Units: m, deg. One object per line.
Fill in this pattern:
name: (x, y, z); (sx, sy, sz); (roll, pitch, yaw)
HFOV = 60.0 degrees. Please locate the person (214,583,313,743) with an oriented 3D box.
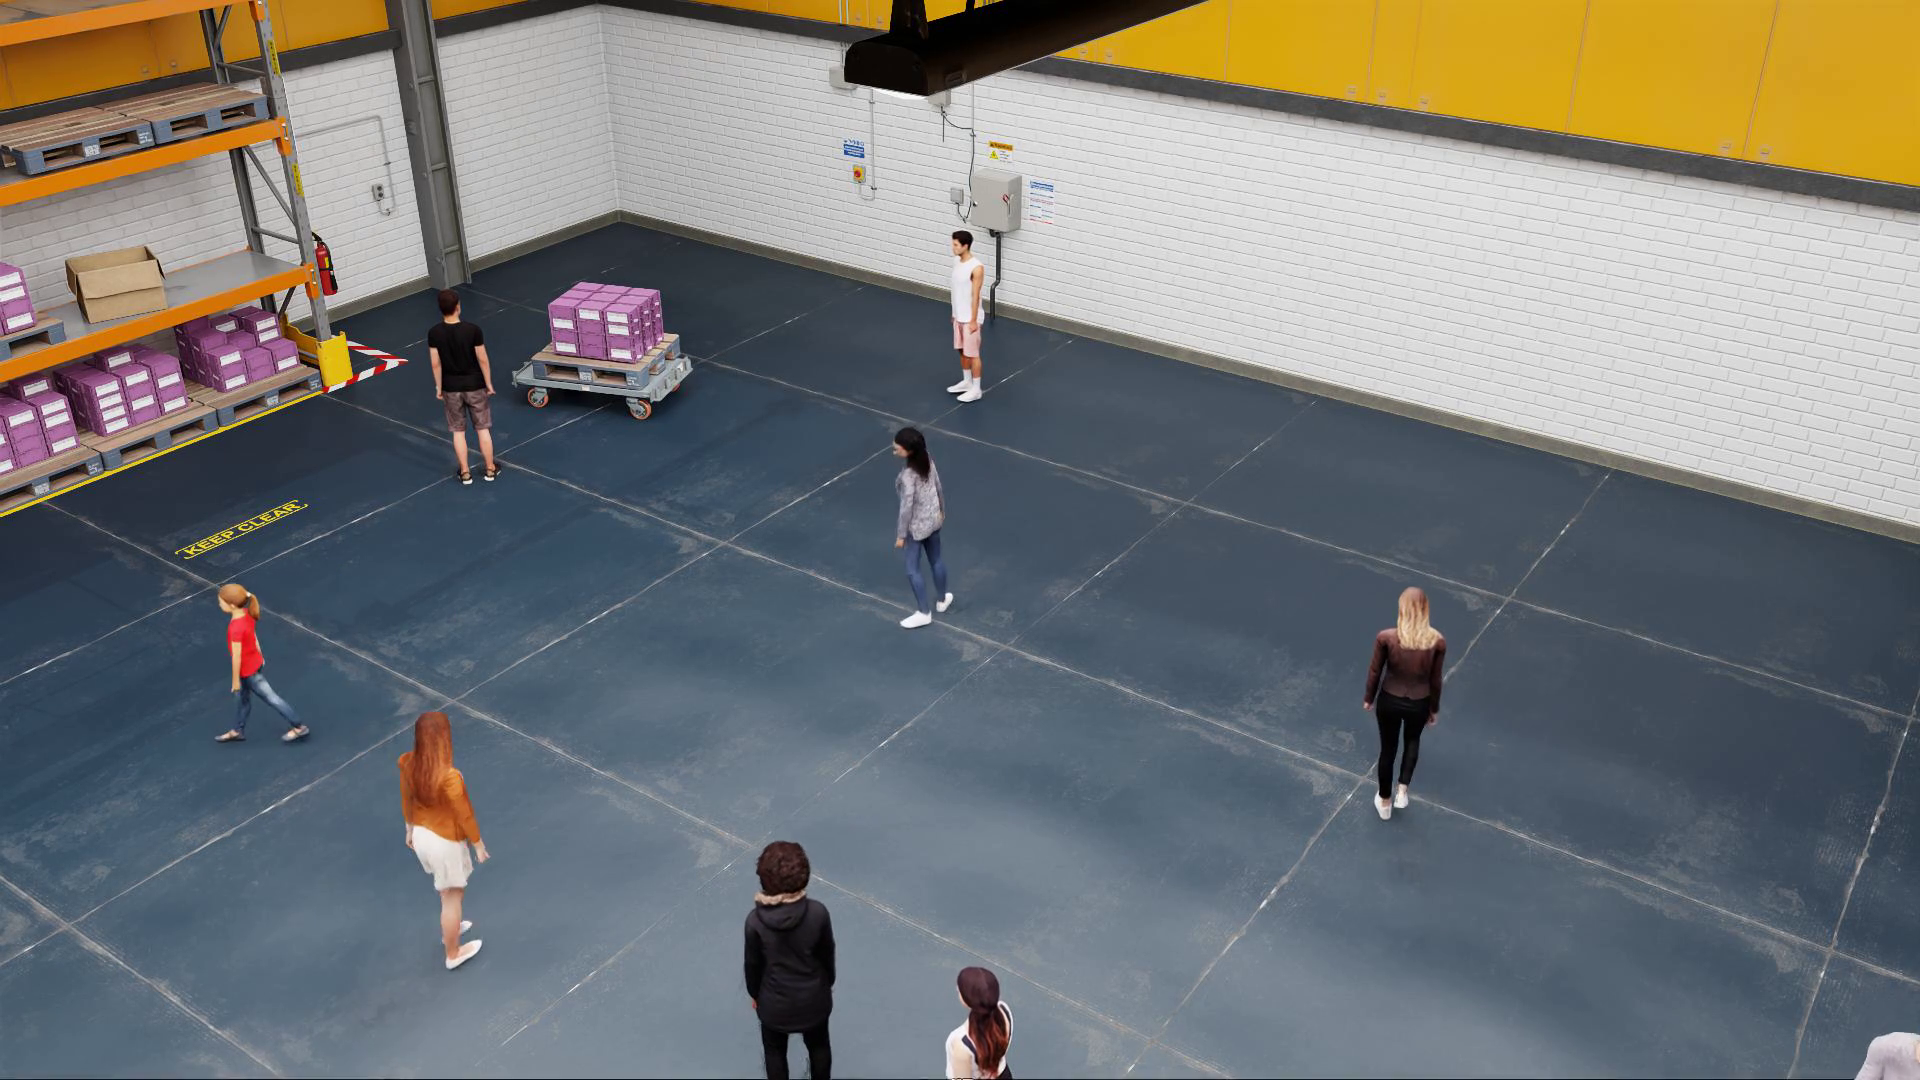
person: (-4.892, 0.895, 11.632); (0.922, 1.280, 0.854); (-5, 29, -9)

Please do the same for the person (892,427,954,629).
person: (-0.254, -0.149, 13.099); (0.850, 1.708, 0.500); (23, 36, 35)

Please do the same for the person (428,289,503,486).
person: (-4.556, -1.401, 15.235); (0.763, 1.861, 0.830); (-6, 29, -10)

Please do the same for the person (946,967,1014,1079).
person: (0.111, 2.694, 7.952); (0.602, 1.647, 0.460); (19, 34, 31)

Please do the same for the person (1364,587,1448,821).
person: (2.885, 1.118, 10.795); (0.721, 1.689, 0.727); (4, 29, 7)

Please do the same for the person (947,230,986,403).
person: (0.095, -2.300, 16.968); (0.735, 1.779, 0.735); (-15, 32, -25)

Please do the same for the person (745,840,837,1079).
person: (-0.844, 2.308, 8.525); (0.740, 1.774, 0.803); (-6, 29, -11)

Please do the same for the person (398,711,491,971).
person: (-3.047, 1.777, 9.572); (0.665, 1.705, 0.623); (15, 32, 26)
